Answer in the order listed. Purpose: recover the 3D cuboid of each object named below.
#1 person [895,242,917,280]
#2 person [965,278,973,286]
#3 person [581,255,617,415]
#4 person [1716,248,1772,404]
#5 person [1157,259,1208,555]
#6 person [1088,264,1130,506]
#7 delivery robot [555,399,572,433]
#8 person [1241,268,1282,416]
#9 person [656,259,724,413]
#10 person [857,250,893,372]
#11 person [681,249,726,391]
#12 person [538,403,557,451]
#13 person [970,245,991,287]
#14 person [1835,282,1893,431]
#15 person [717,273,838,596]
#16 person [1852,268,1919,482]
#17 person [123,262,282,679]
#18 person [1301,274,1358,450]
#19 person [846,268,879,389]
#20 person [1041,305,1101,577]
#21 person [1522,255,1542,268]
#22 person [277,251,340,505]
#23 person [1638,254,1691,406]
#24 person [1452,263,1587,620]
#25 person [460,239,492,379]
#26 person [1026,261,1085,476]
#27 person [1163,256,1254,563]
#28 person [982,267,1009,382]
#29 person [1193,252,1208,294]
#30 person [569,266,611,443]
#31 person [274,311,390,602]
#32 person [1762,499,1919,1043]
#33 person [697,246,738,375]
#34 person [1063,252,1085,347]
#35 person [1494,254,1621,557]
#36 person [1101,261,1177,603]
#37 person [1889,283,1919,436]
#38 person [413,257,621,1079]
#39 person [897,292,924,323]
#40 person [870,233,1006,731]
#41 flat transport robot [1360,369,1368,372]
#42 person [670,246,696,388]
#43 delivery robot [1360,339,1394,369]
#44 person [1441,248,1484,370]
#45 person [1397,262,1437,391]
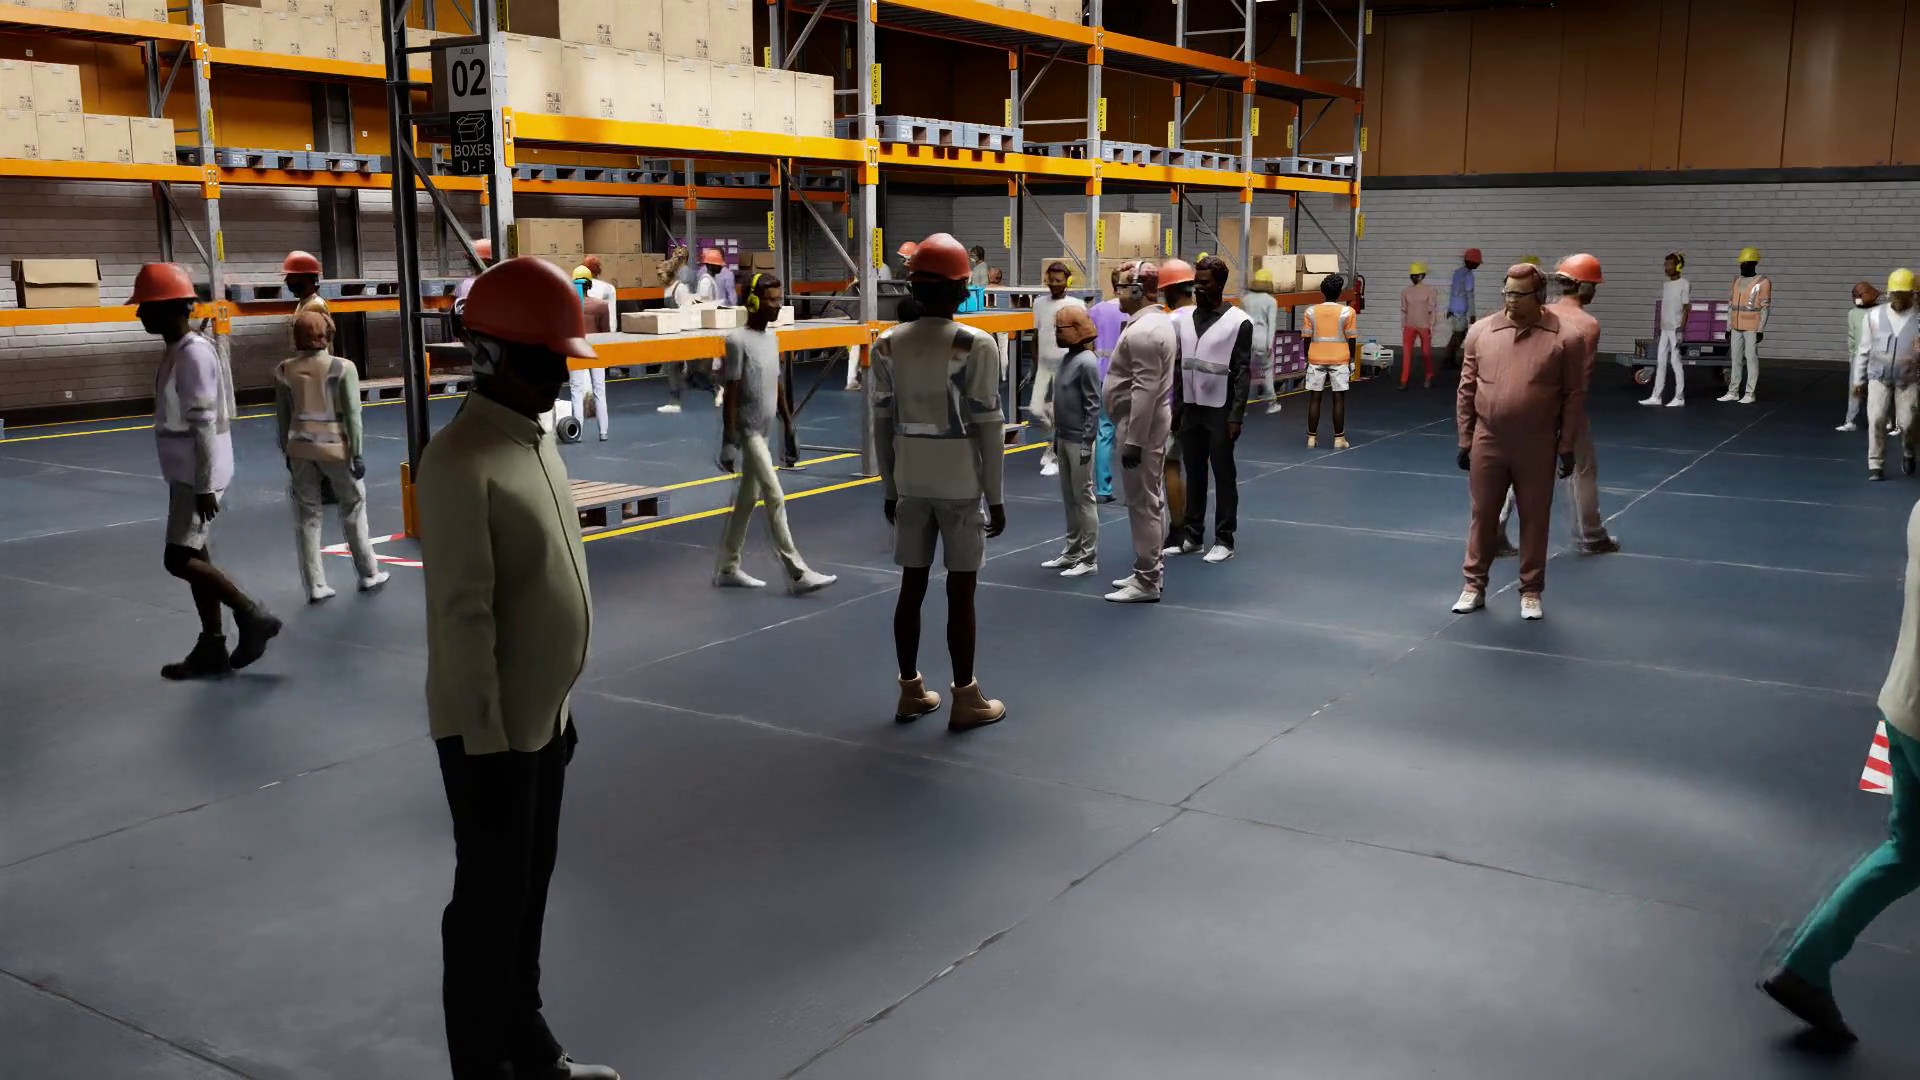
[{"bbox_3d":[-0.671,-2.895,21.795,0.382,1.993,0.622,-2,11,-13],"label":"person"},{"bbox_3d":[-0.111,-2.829,21.736,0.574,1.887,0.355,-2,11,-14],"label":"person"},{"bbox_3d":[-4.254,-2.362,19.237,0.579,1.864,0.816,-3,11,-16],"label":"person"},{"bbox_3d":[9.758,-2.658,20.670,0.367,1.927,0.590,-4,11,-22],"label":"person"},{"bbox_3d":[1.459,-0.876,10.938,0.583,1.901,0.599,-6,12,-30],"label":"person"},{"bbox_3d":[1.214,-1.174,12.687,0.564,1.841,0.394,7,13,36],"label":"person"},{"bbox_3d":[-4.188,-1.254,16.436,0.477,0.478,0.707,7,13,36],"label":"delivery robot"},{"bbox_3d":[3.451,-2.287,19.252,0.501,1.696,0.892,7,12,34],"label":"person"},{"bbox_3d":[-3.211,-2.409,19.652,0.823,1.804,0.593,-8,13,-38],"label":"person"},{"bbox_3d":[-1.370,-3.569,25.404,0.688,2.000,0.538,9,13,40],"label":"person"},{"bbox_3d":[-3.431,-2.943,22.336,0.665,1.904,0.581,0,10,-1],"label":"person"},{"bbox_3d":[-3.967,-1.686,15.523,0.428,1.842,0.631,-1,10,-4],"label":"person"},{"bbox_3d":[0.323,-3.843,27.222,0.373,1.935,0.628,-2,10,-9],"label":"person"},{"bbox_3d":[9.734,-1.966,17.792,0.830,1.579,0.501,-7,12,-34],"label":"person"},{"bbox_3d":[-1.048,-0.592,9.501,0.887,1.831,0.538,3,11,17],"label":"person"},{"bbox_3d":[7.898,-1.388,14.008,0.632,1.804,0.653,8,13,37],"label":"person"},{"bbox_3d":[-3.516,-0.303,7.636,0.468,1.921,0.564,-7,12,-34],"label":"person"},{"bbox_3d":[3.579,-1.721,16.119,0.540,1.696,0.315,5,11,25],"label":"person"},{"bbox_3d":[-1.178,-2.955,22.737,0.609,1.777,0.958,10,14,43],"label":"person"},{"bbox_3d":[0.685,-0.594,10.051,0.269,1.632,0.509,-3,11,-18],"label":"person"},{"bbox_3d":[8.988,-3.657,26.608,0.879,1.792,0.599,4,11,20],"label":"person"},{"bbox_3d":[-4.984,-1.233,12.749,0.358,1.937,0.548,-6,12,-30],"label":"person"},{"bbox_3d":[8.647,-2.530,20.263,0.596,1.877,0.578,-3,11,-14],"label":"person"},{"bbox_3d":[2.975,-0.522,8.914,0.643,1.902,0.400,6,12,28],"label":"person"},{"bbox_3d":[-4.315,-1.735,15.257,0.424,2.033,0.624,-9,13,-40],"label":"person"},{"bbox_3d":[0.824,-1.480,14.371,0.549,1.848,0.446,5,12,28],"label":"person"},{"bbox_3d":[1.585,-0.823,10.531,0.392,1.920,0.593,-9,14,-41],"label":"person"},{"bbox_3d":[0.500,-3.066,23.730,0.523,1.638,0.311,-1,10,-6],"label":"person"},{"bbox_3d":[3.772,-3.579,26.059,0.403,1.826,0.592,-7,12,-34],"label":"person"},{"bbox_3d":[-3.763,-1.857,16.684,0.525,1.769,0.315,-4,11,-22],"label":"person"},{"bbox_3d":[-3.571,-0.483,9.438,0.545,1.617,0.633,1,10,7],"label":"person"},{"bbox_3d":[2.346,0.447,3.987,0.578,1.765,0.535,3,11,18],"label":"person"},{"bbox_3d":[-3.575,-3.444,25.031,0.655,1.921,0.667,6,12,30],"label":"person"},{"bbox_3d":[1.434,-2.779,21.438,0.657,1.897,0.396,-4,11,-22],"label":"person"},{"bbox_3d":[3.791,-0.842,10.606,1.022,1.947,0.614,-5,11,-26],"label":"person"},{"bbox_3d":[0.993,-0.603,9.346,0.403,1.906,0.651,2,11,13],"label":"person"},{"bbox_3d":[9.888,-1.867,17.106,0.497,1.633,0.284,10,14,43],"label":"person"},{"bbox_3d":[-0.960,0.384,3.658,0.401,1.984,0.612,0,10,2],"label":"person"},{"bbox_3d":[-0.329,-0.815,11.142,0.535,1.684,0.403,4,11,22],"label":"person"},{"bbox_3d":[-0.075,-0.231,6.895,0.607,2.048,0.367,6,12,30],"label":"person"},{"bbox_3d":[5.964,-2.750,25.775,0.652,0.197,1.431,2,10,11],"label":"flat transport robot"},{"bbox_3d":[-3.806,-3.064,22.894,0.372,1.940,0.630,-1,10,-5],"label":"person"},{"bbox_3d":[6.125,-2.744,24.692,0.477,0.478,0.707,-4,11,-20],"label":"delivery robot"},{"bbox_3d":[7.822,-3.585,25.918,0.568,1.887,0.555,0,10,-2],"label":"person"},{"bbox_3d":[6.237,-2.904,22.580,0.524,1.734,0.860,7,12,33],"label":"person"}]
